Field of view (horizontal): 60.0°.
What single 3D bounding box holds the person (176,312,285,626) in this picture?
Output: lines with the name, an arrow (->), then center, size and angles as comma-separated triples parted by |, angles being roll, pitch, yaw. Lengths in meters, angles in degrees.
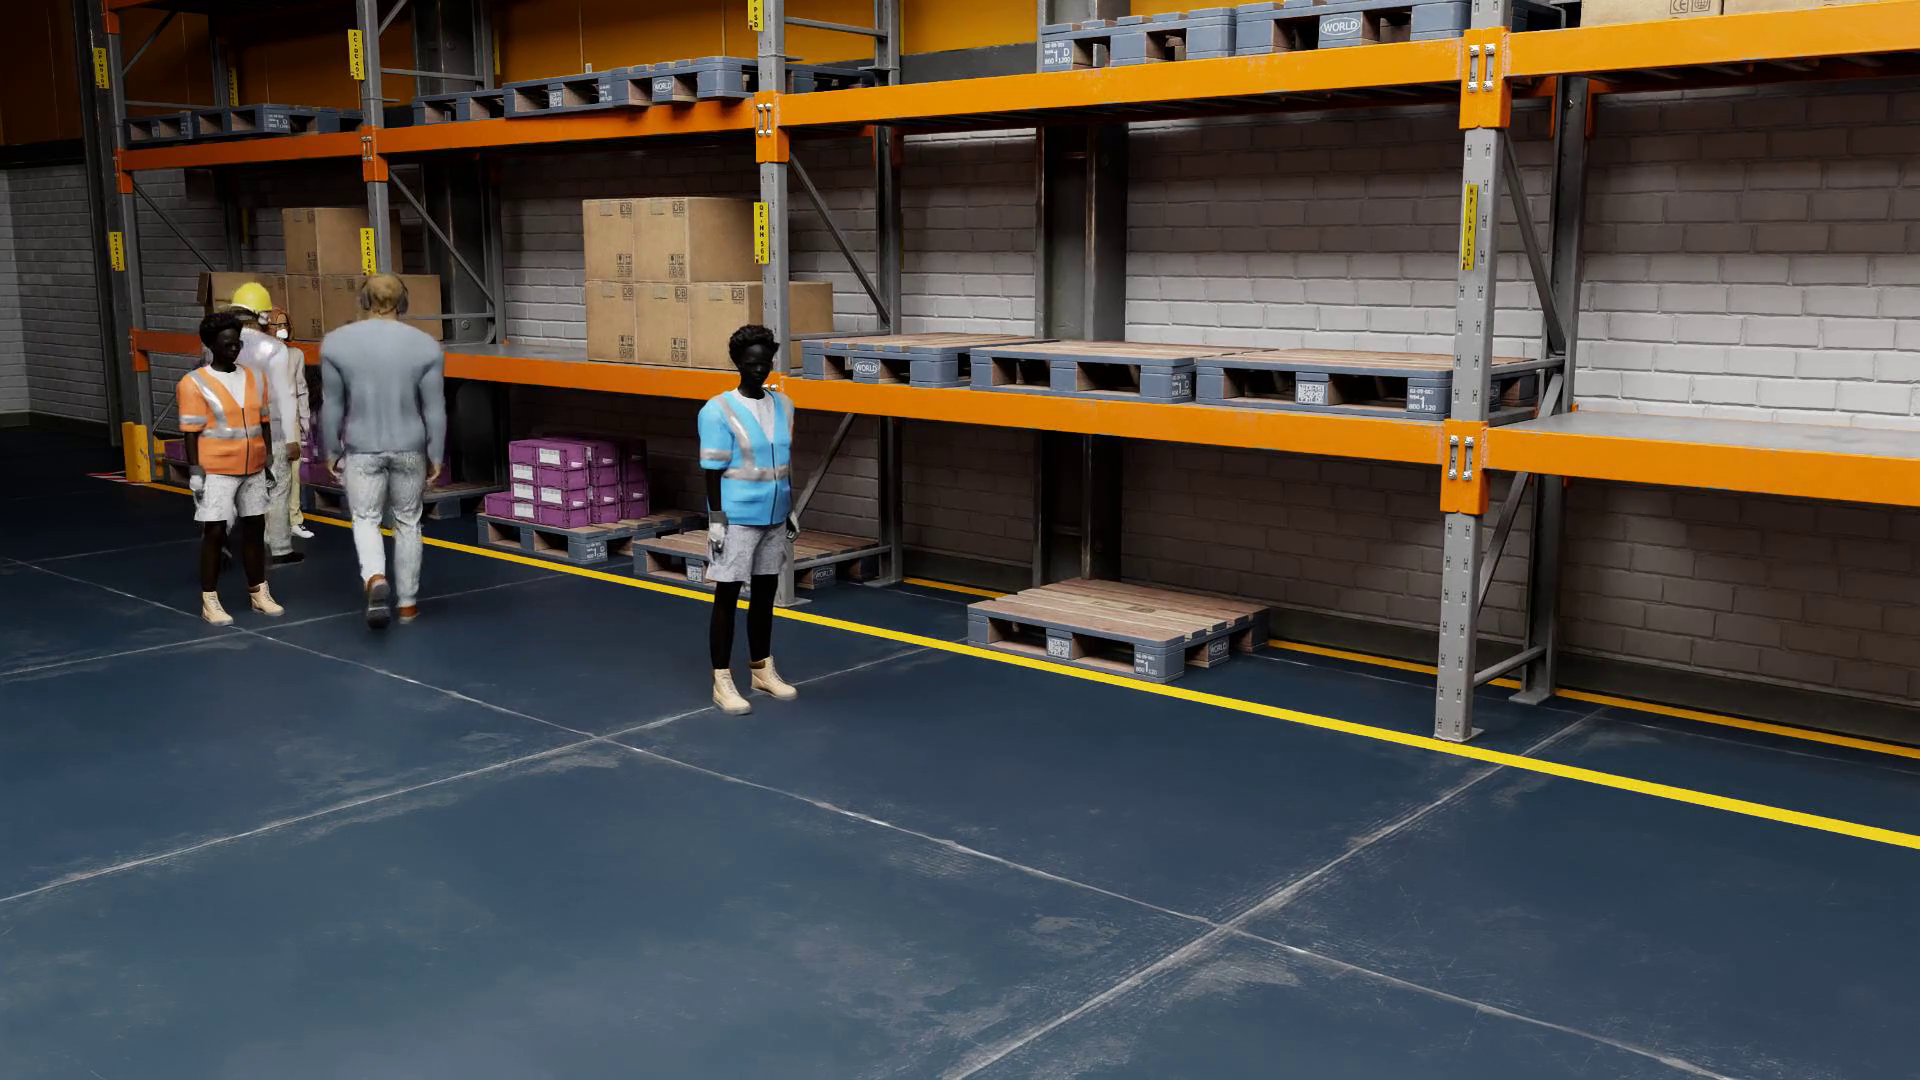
person -> -3.933, -0.380, 8.966 | 0.320, 1.687, 0.533 | 6, 12, 31

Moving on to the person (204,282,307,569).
person -> -4.408, -0.689, 10.348 | 0.598, 1.815, 0.618 | 3, 10, 17

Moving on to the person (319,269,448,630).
person -> -3.019, -0.461, 8.763 | 0.641, 1.918, 0.720 | -3, 10, -17

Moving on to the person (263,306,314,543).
person -> -4.716, -0.796, 11.495 | 0.277, 1.629, 0.497 | 7, 12, 34

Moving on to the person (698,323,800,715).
person -> -0.915, -0.099, 7.311 | 0.321, 1.698, 0.537 | 8, 13, 39
